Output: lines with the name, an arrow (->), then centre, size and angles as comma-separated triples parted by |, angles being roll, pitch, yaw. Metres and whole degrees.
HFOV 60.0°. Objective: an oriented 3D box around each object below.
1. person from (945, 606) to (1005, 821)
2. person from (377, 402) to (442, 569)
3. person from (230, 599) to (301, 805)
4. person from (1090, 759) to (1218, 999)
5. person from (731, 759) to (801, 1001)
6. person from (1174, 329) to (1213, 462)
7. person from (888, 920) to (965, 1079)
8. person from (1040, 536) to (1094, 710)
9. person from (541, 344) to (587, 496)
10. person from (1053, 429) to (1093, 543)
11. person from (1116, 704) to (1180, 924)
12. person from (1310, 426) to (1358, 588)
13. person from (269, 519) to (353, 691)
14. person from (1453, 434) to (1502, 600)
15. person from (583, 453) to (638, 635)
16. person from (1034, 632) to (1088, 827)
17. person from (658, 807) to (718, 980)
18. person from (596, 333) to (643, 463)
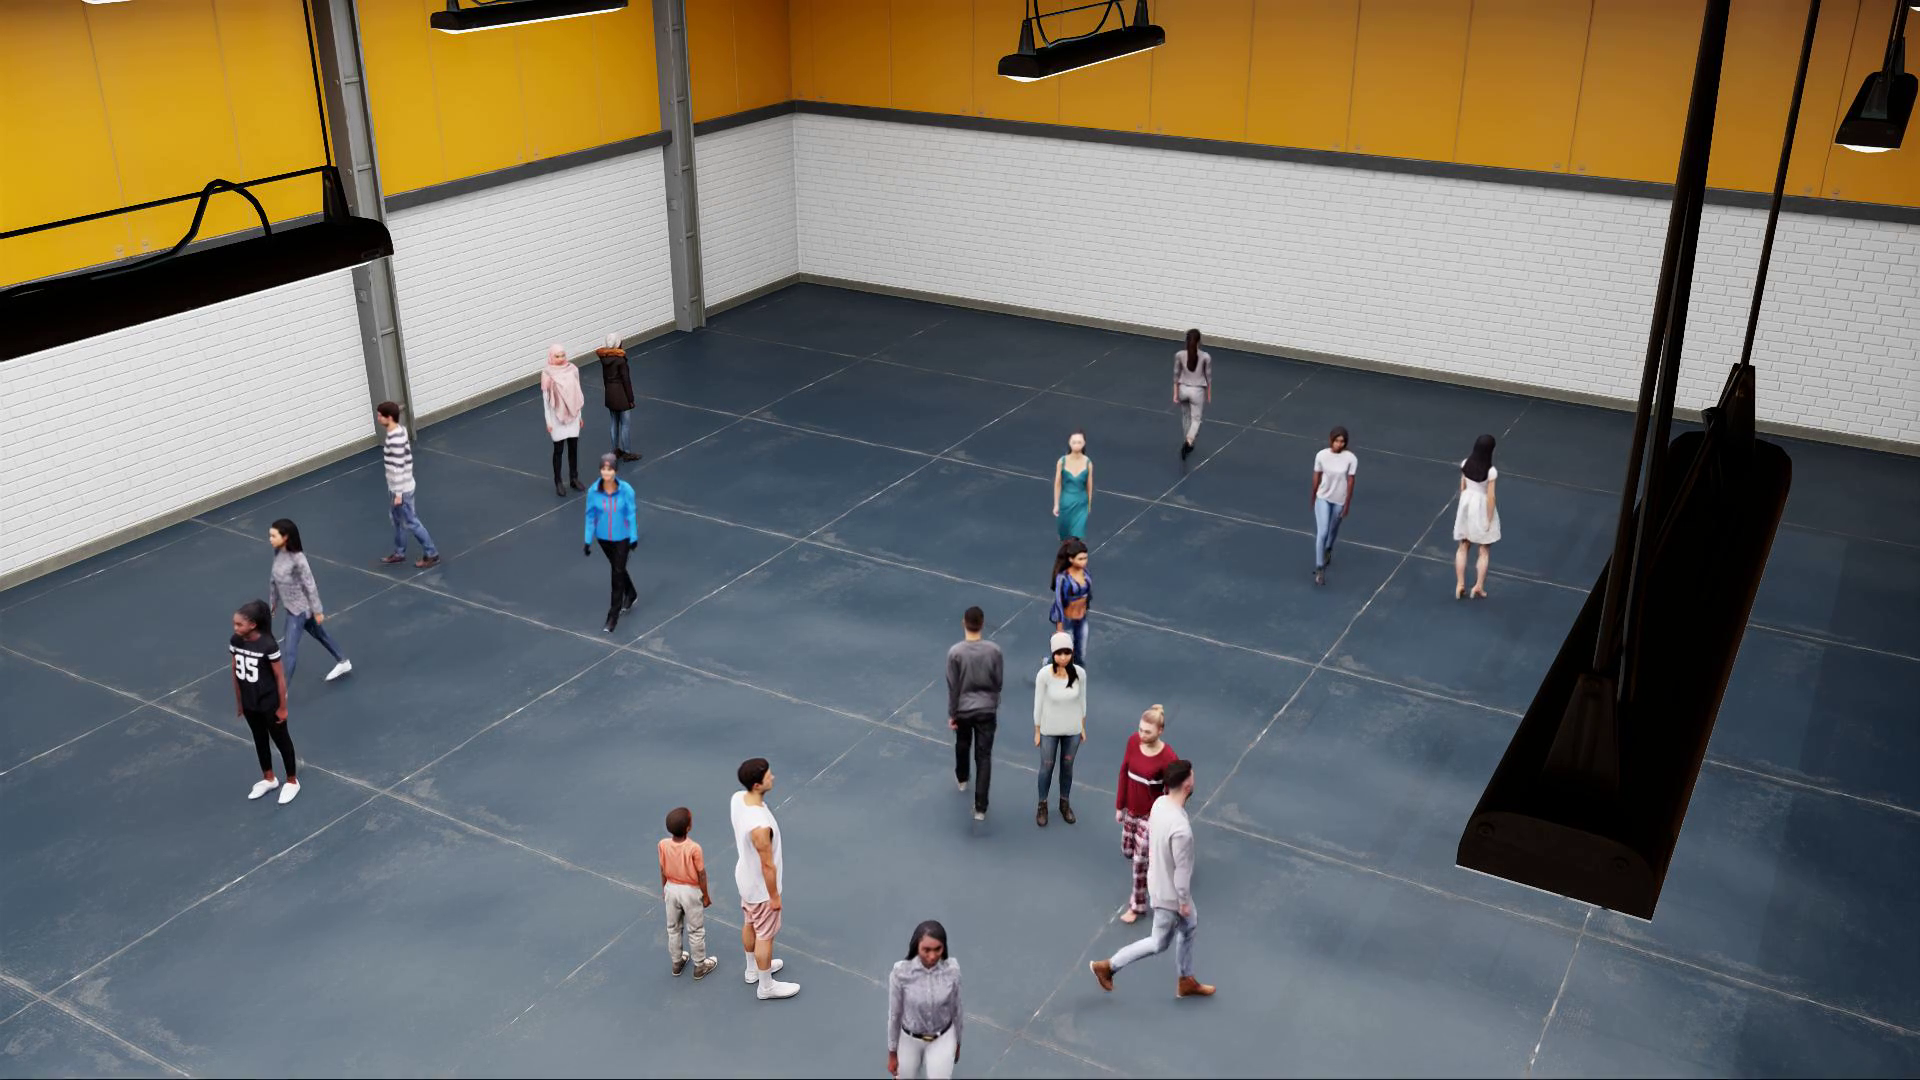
person -> 0.135, 1.397, 13.122 | 0.991, 1.733, 1.196 | -1, 24, -2
person -> -5.817, -0.579, 17.506 | 1.011, 1.842, 0.939 | -8, 25, -18
person -> -5.600, 1.288, 13.369 | 0.660, 1.734, 0.636 | 7, 25, 16
person -> 1.301, 2.305, 10.965 | 1.113, 1.798, 1.161 | -1, 24, -1
person -> -1.351, 2.250, 11.100 | 0.753, 1.789, 0.732 | -11, 26, -24
person -> 2.835, -1.748, 20.411 | 0.698, 1.657, 1.028 | 9, 25, 19
person -> -0.209, 2.901, 9.713 | 0.873, 1.709, 0.991 | -2, 24, -3
person -> 0.950, 0.726, 14.817 | 0.868, 1.605, 0.856 | -17, 29, -34
person -> -4.646, -1.426, 19.492 | 0.644, 1.803, 0.773 | -18, 30, -36
person -> 1.170, -0.351, 17.205 | 0.781, 1.666, 1.015 | 3, 24, 7
person -> 1.382, 1.922, 11.986 | 0.750, 1.681, 0.964 | 21, 31, 39
person -> 3.877, -0.408, 17.325 | 0.843, 1.675, 1.190 | 5, 24, 12
person -> -5.890, 0.589, 15.036 | 0.791, 1.680, 1.228 | 20, 31, 39
person -> 5.143, -0.217, 16.771 | 0.771, 1.768, 0.738 | -20, 31, -38
person -> -3.375, -0.020, 16.346 | 0.898, 1.747, 1.235 | 4, 24, 10
person -> 0.783, 1.474, 13.058 | 0.637, 1.644, 0.676 | -4, 24, -9
person -> -1.887, 2.401, 11.354 | 0.534, 1.310, 0.521 | 7, 25, 15
person -> -4.207, -1.769, 20.488 | 0.653, 1.634, 0.640 | 17, 29, 34
